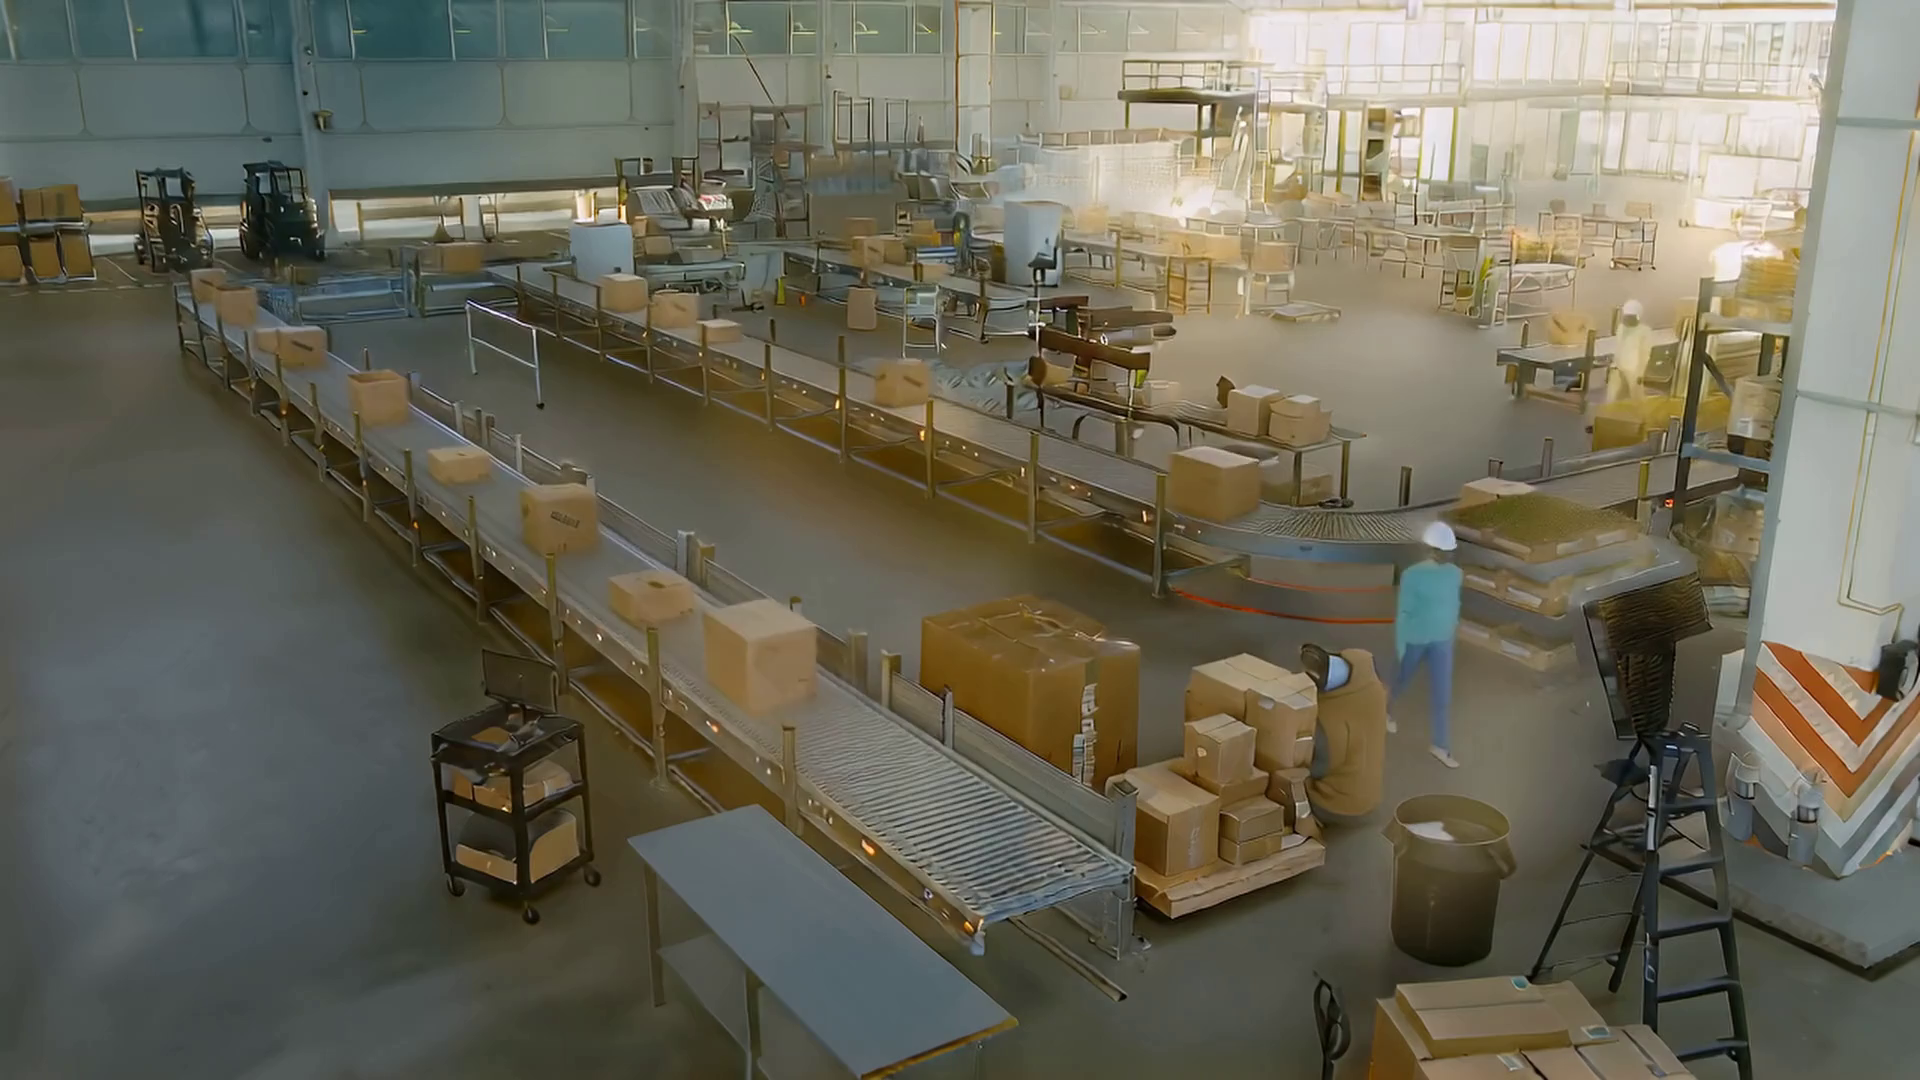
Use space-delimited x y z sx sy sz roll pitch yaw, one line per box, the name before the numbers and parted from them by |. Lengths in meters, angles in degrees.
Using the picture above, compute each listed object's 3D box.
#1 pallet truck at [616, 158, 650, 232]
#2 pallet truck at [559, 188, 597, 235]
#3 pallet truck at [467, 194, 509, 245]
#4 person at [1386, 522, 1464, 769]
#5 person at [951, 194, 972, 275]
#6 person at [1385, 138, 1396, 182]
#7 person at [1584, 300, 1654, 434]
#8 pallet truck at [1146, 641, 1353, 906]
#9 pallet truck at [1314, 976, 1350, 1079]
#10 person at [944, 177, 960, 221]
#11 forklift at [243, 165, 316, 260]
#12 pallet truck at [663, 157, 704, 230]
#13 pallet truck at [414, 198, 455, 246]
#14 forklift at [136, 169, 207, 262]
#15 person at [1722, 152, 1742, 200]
pallet truck | -8.918 -9.176 44.255 0.823 1.965 1.885 -9 19 -27
pallet truck | -10.010 -8.652 43.699 0.653 1.274 1.630 -10 20 -31
pallet truck | -11.983 -8.177 42.137 0.704 1.261 1.522 -11 20 -33
person | 3.318 0.679 11.905 0.528 1.730 0.880 -4 17 -14
person | 0.058 -5.851 33.112 0.370 2.044 0.608 -9 19 -27
person | 14.487 -12.713 56.284 0.507 1.846 0.343 -14 22 -39
person | 8.532 -2.182 21.338 0.915 1.779 0.621 -8 18 -24
pallet truck | 1.664 1.407 10.232 1.630 1.274 0.653 -10 20 -31
pallet truck | 2.299 2.390 7.086 1.601 1.201 0.680 -2 17 -7
person | -0.180 -7.661 39.436 0.914 1.872 0.646 -8 18 -24
forklift | -15.898 -7.669 38.708 1.157 1.987 2.680 -11 20 -33
pallet truck | -7.586 -9.308 44.692 0.823 1.965 1.885 -11 20 -33
pallet truck | -13.250 -8.060 41.856 0.680 1.201 1.601 -10 20 -31
forklift | -17.842 -7.318 37.559 1.157 1.987 2.680 -10 20 -31
person | 23.259 -10.830 50.213 0.522 1.727 0.888 -6 18 -20
